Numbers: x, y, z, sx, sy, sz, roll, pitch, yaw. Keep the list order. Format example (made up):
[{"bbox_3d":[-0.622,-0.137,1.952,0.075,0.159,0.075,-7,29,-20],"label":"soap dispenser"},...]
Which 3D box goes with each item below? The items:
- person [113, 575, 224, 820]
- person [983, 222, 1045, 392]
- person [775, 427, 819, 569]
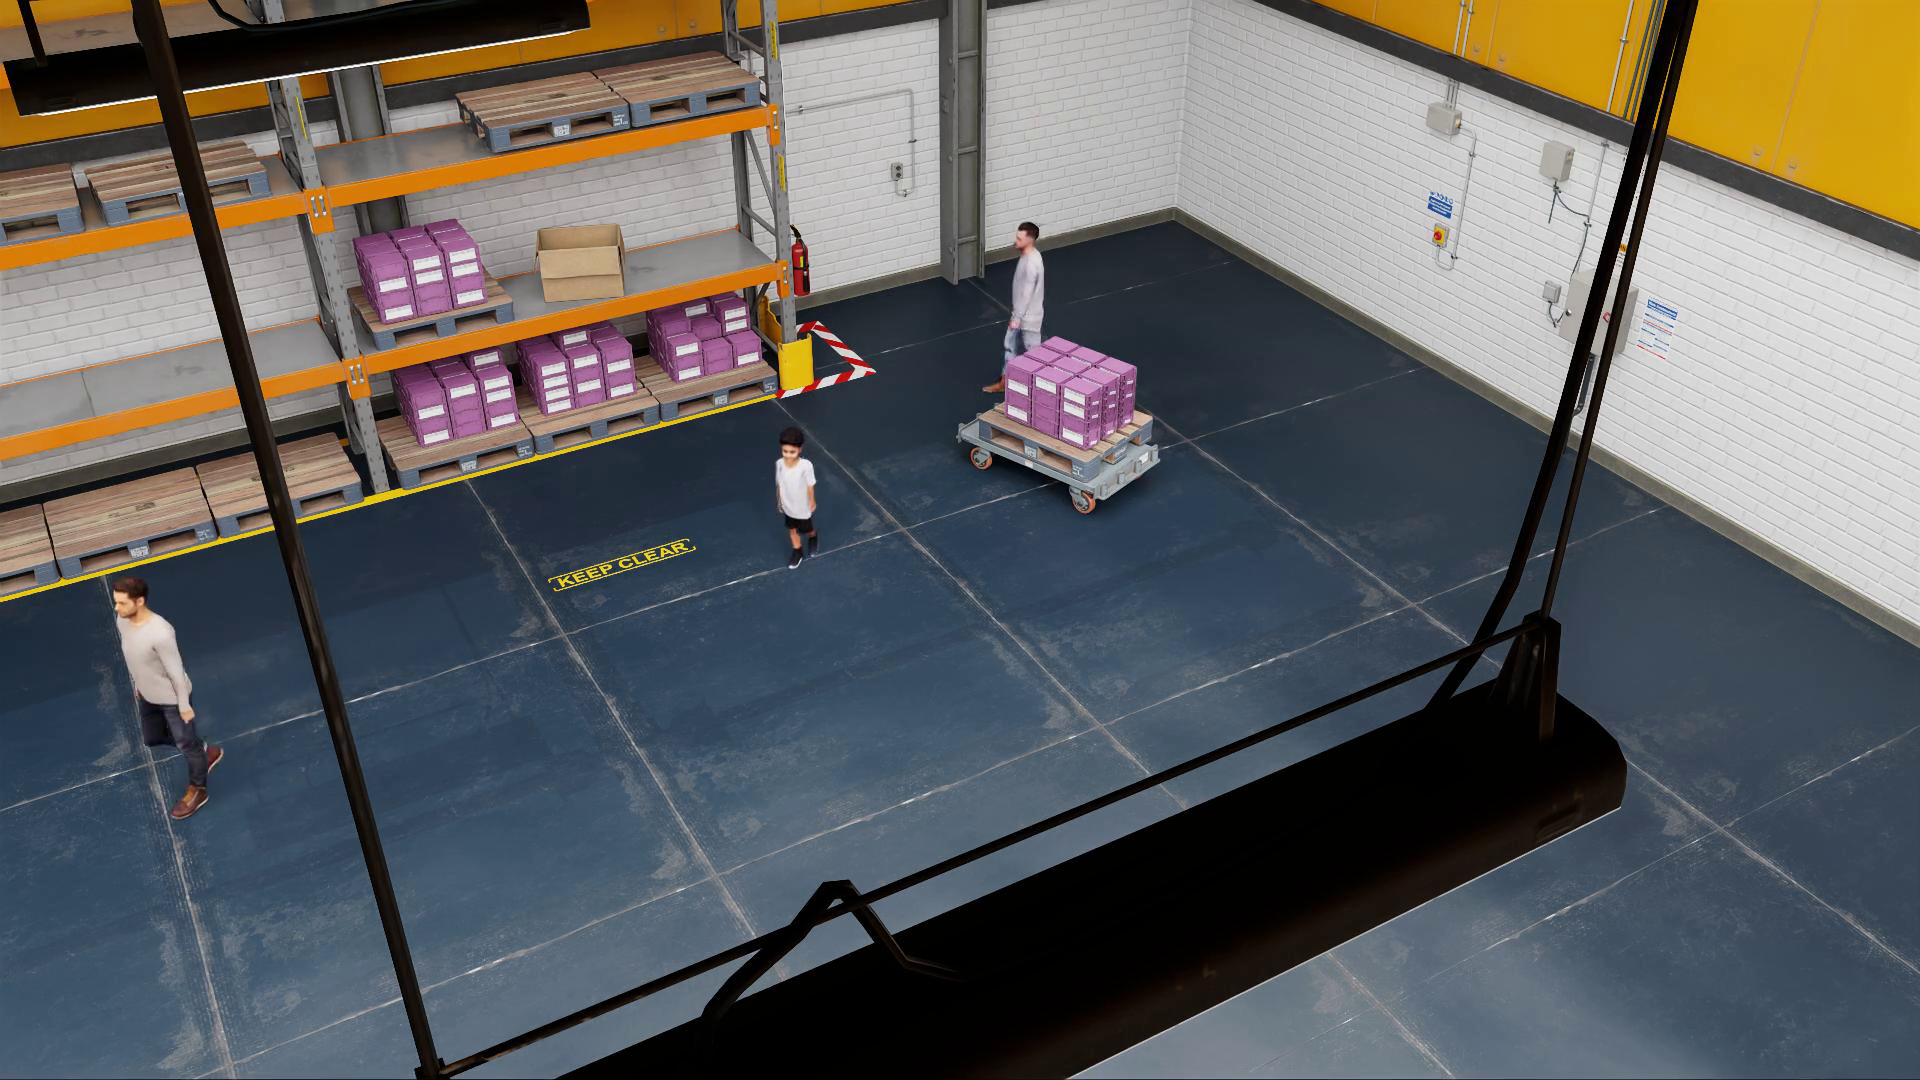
[{"bbox_3d":[-5.151,0.961,10.908,0.856,1.863,0.923,17,37,23],"label":"person"},{"bbox_3d":[0.714,-2.115,15.589,1.211,1.805,0.965,-2,34,-3],"label":"person"},{"bbox_3d":[-1.307,-0.376,13.472,0.634,1.252,0.698,11,35,16],"label":"person"}]
